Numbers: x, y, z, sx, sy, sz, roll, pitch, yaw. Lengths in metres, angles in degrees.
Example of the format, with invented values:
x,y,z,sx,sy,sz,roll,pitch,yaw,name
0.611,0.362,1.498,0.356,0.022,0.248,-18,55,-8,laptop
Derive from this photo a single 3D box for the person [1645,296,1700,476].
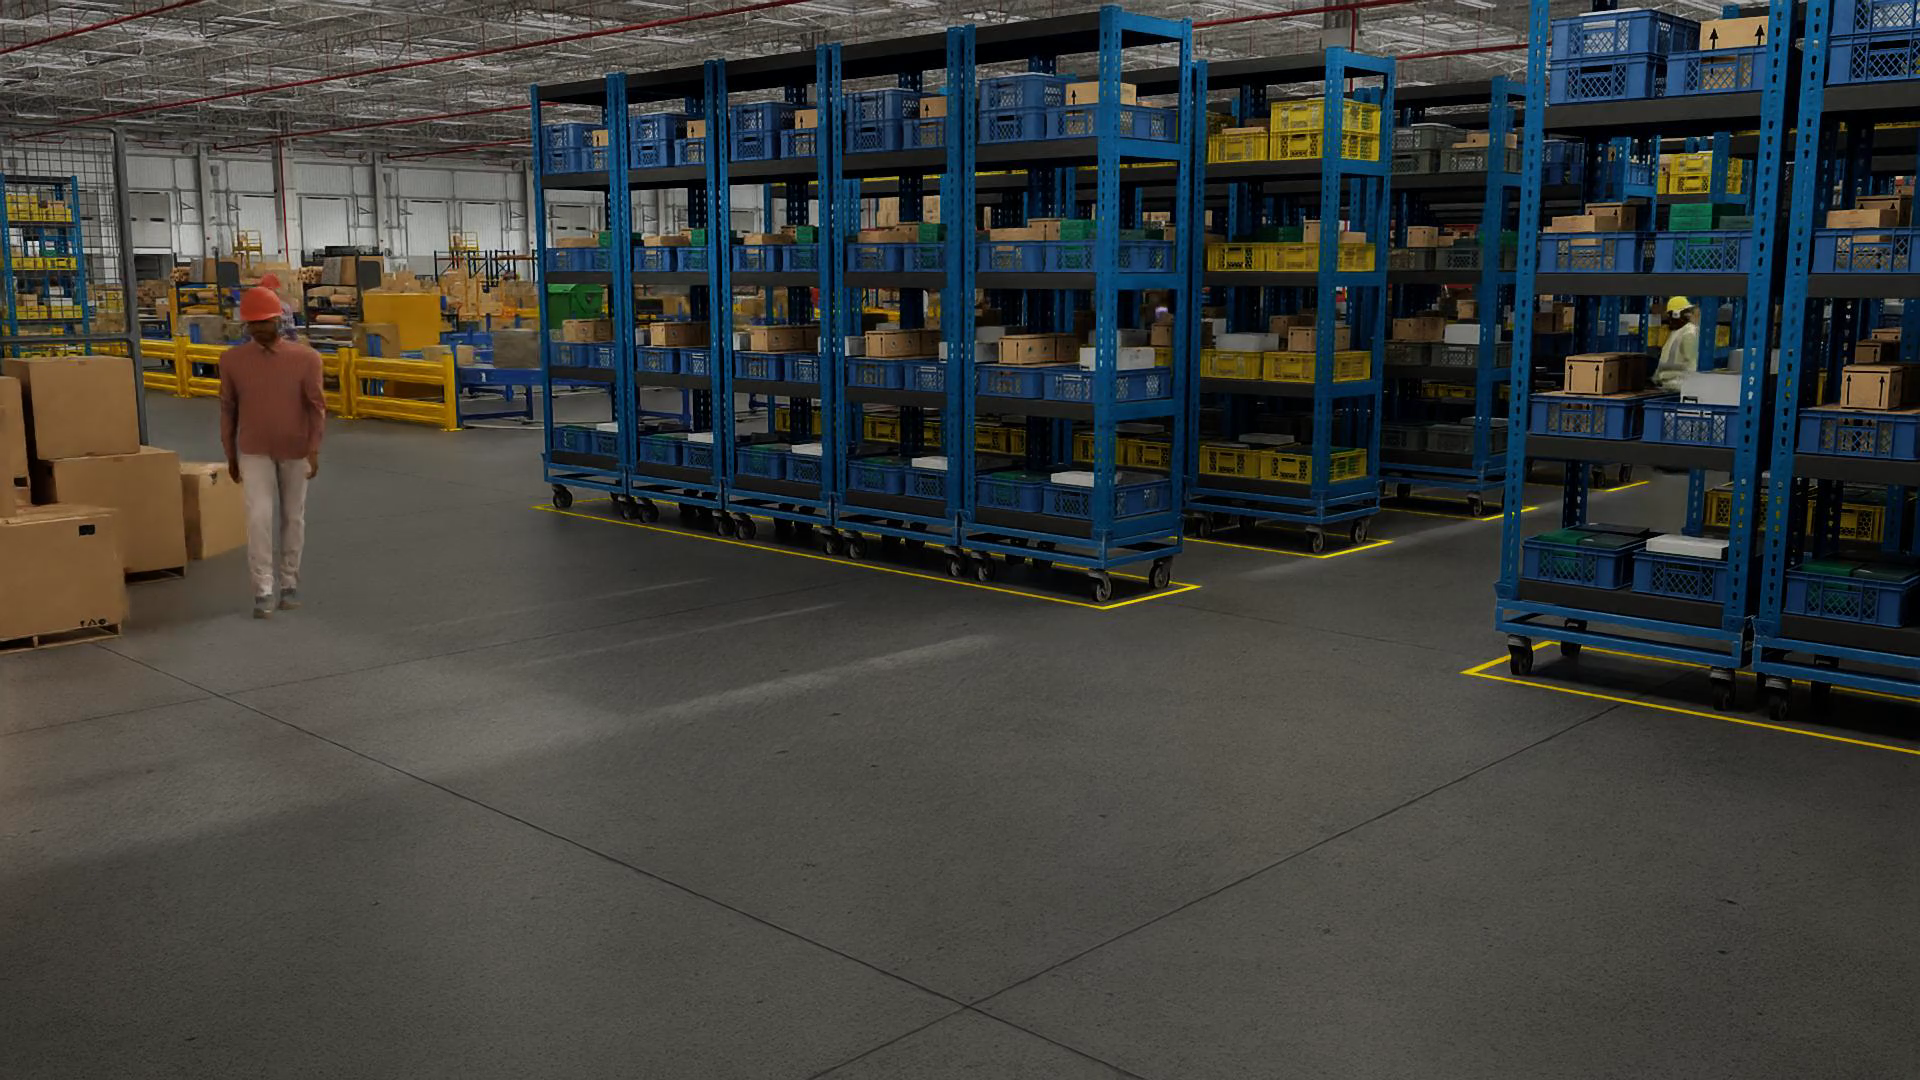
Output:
x,y,z,sx,sy,sz,roll,pitch,yaw,name
7.217,-1.559,16.829,0.505,1.792,0.616,2,10,13,person

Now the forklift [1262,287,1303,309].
x,y,z,sx,sy,sz,roll,pitch,yaw,name
10.769,-8.203,54.240,1.129,2.768,1.873,8,12,42,forklift

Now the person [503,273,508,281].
x,y,z,sx,sy,sz,roll,pitch,yaw,name
-20.260,-11.028,74.640,0.996,1.886,0.544,-2,9,-13,person

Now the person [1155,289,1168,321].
x,y,z,sx,sy,sz,roll,pitch,yaw,name
2.707,-2.472,22.317,0.596,1.828,0.553,9,13,42,person

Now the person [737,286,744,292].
x,y,z,sx,sy,sz,roll,pitch,yaw,name
-11.063,-12.568,84.210,0.655,1.829,0.450,4,10,22,person

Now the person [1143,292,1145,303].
x,y,z,sx,sy,sz,roll,pitch,yaw,name
6.296,-8.129,57.502,0.802,1.667,0.536,9,13,42,person

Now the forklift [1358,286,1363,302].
x,y,z,sx,sy,sz,roll,pitch,yaw,name
11.100,-7.017,46.970,1.873,2.768,1.129,9,13,43,forklift

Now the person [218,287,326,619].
x,y,z,sx,sy,sz,roll,pitch,yaw,name
-4.091,-0.518,9.928,0.607,1.955,0.759,-3,10,-19,person

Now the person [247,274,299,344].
x,y,z,sx,sy,sz,roll,pitch,yaw,name
-9.028,-2.508,22.025,1.017,1.991,0.638,6,11,35,person

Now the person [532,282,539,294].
x,y,z,sx,sy,sz,roll,pitch,yaw,name
-14.275,-8.120,56.773,0.649,1.889,0.445,-7,12,-38,person

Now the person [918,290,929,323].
x,y,z,sx,sy,sz,roll,pitch,yaw,name
-0.992,-5.632,41.743,0.403,1.818,0.601,-4,10,-21,person

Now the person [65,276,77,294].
x,y,z,sx,sy,sz,roll,pitch,yaw,name
-23.957,-6.217,45.005,0.564,1.908,0.787,7,12,37,person

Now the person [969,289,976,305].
x,y,z,sx,sy,sz,roll,pitch,yaw,name
0.281,-6.903,48.833,0.391,2.040,0.615,3,10,15,person

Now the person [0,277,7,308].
x,y,z,sx,sy,sz,roll,pitch,yaw,name
-40.645,-10.375,70.578,0.994,1.895,0.630,2,9,12,person
